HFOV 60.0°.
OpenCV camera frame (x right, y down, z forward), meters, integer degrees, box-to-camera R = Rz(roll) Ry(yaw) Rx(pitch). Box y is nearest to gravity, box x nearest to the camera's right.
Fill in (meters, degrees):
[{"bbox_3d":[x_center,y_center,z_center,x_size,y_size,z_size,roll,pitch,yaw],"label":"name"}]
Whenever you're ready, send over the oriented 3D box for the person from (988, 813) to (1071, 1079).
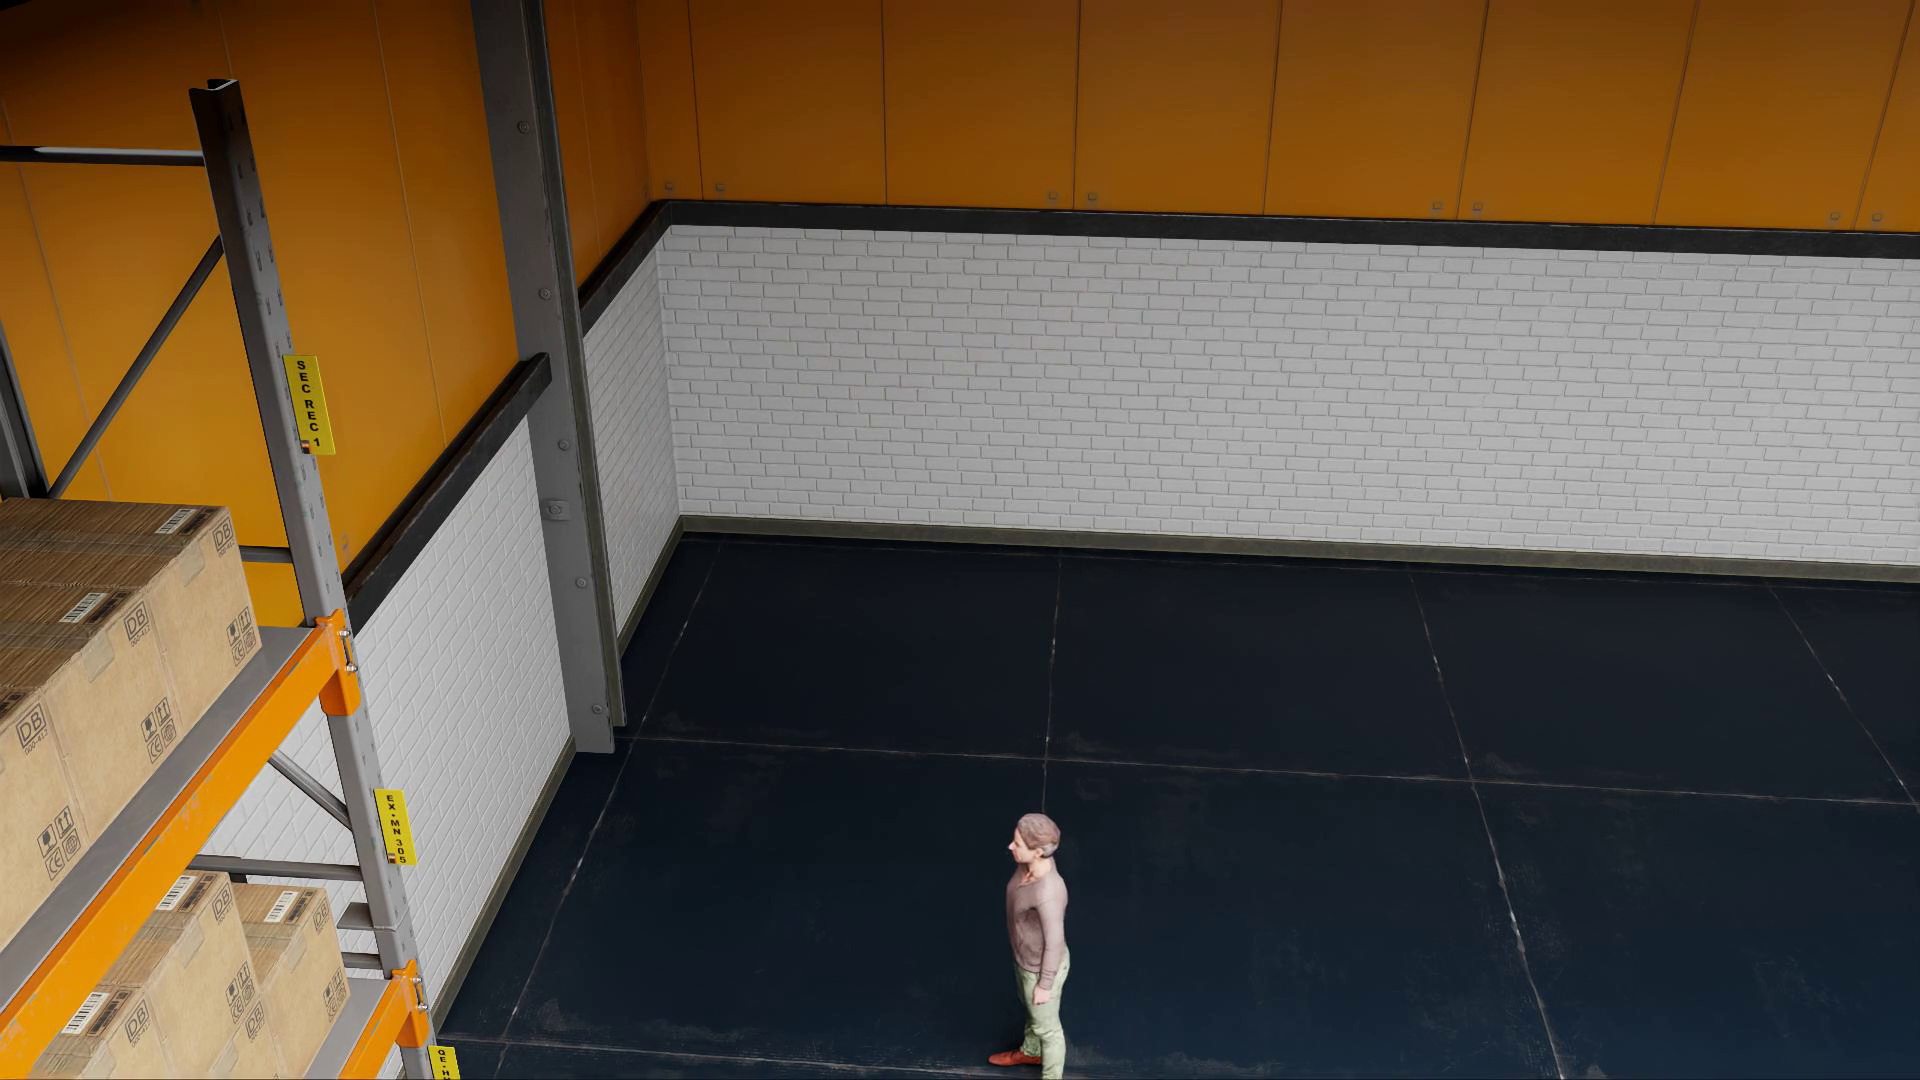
[{"bbox_3d":[0.409,2.210,8.792,0.805,1.874,0.657,-7,29,-12],"label":"person"}]
